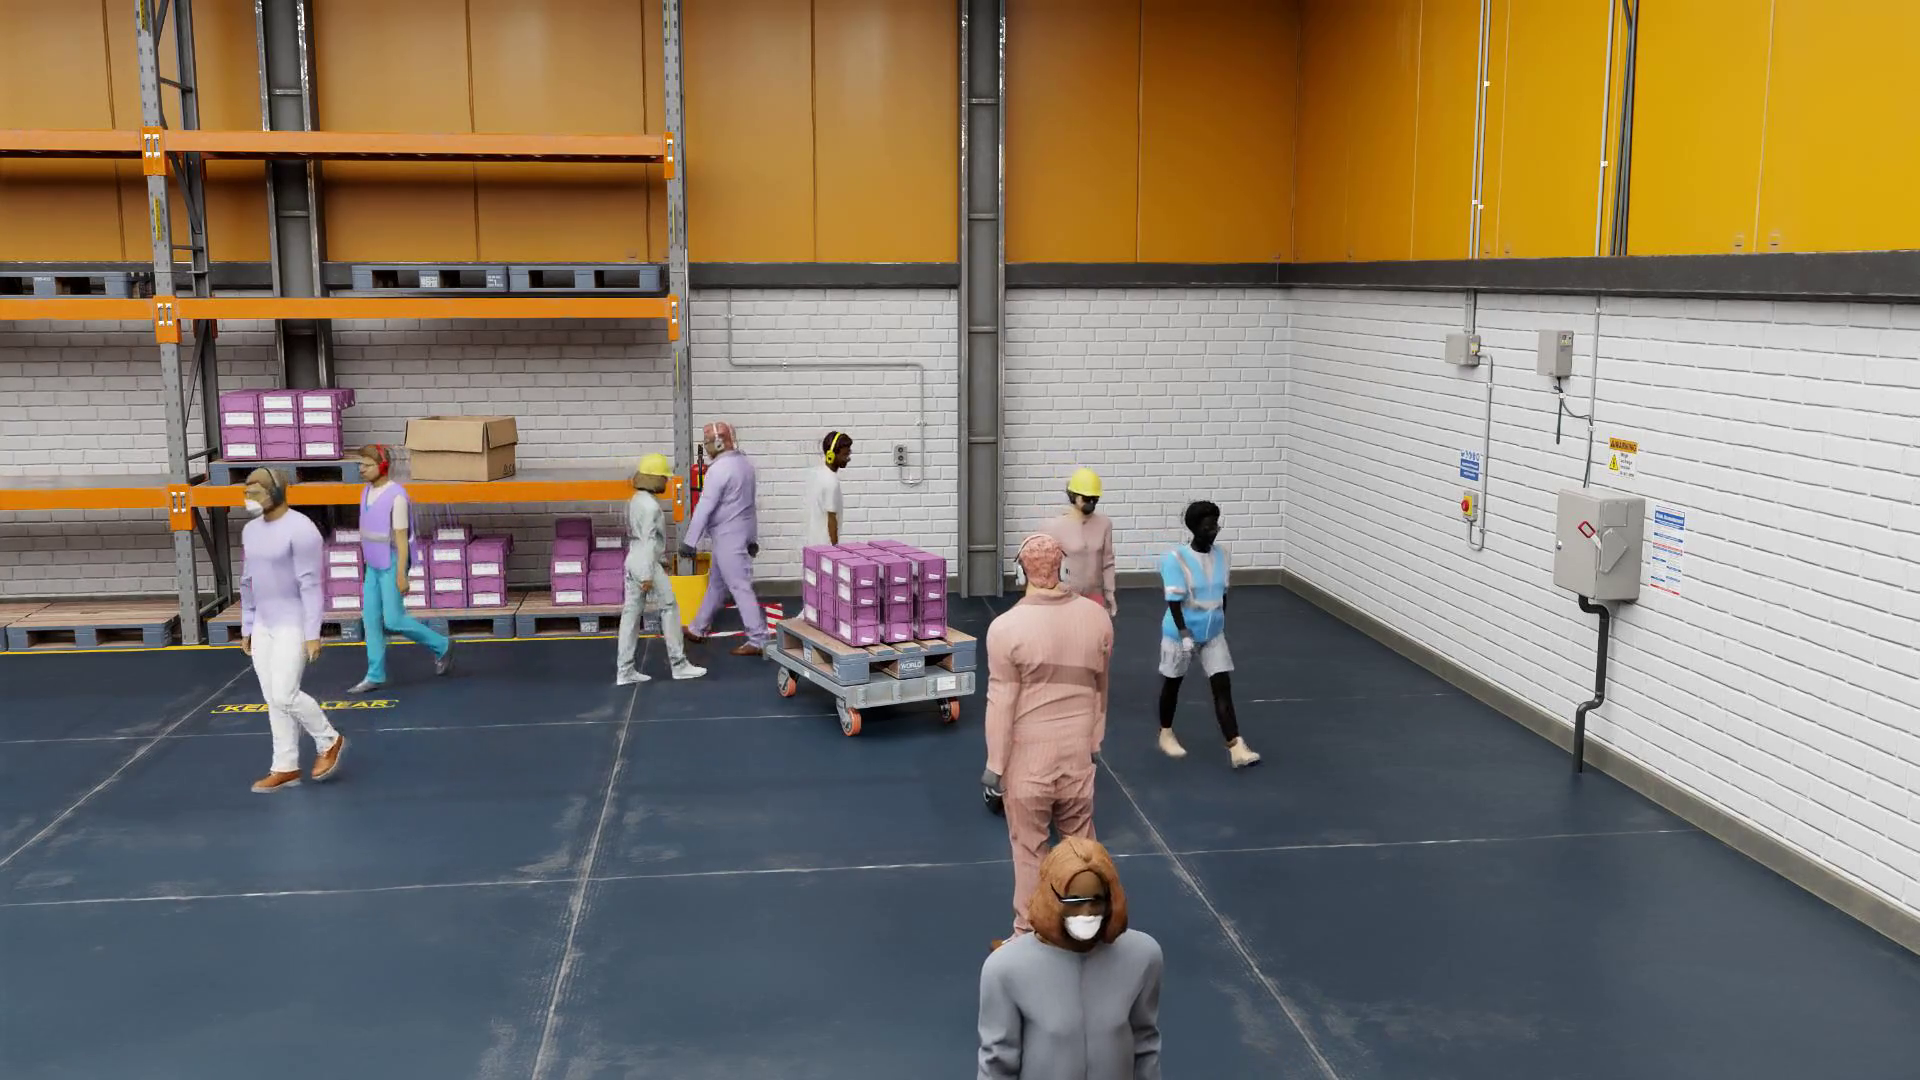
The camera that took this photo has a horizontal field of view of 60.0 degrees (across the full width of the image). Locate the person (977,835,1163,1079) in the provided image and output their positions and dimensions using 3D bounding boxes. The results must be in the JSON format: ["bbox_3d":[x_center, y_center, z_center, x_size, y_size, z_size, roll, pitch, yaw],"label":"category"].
[{"bbox_3d":[0.288,1.542,4.265,0.507,1.631,0.267,-3,10,-17],"label":"person"}]

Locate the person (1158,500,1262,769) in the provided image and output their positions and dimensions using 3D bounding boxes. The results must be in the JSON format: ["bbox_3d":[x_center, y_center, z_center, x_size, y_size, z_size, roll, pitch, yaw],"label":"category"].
[{"bbox_3d":[1.492,0.585,10.156,0.538,1.646,0.858,-5,10,-27],"label":"person"}]

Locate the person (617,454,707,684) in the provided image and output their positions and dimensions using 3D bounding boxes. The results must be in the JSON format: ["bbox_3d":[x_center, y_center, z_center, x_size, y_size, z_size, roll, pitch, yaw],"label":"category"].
[{"bbox_3d":[-2.225,0.211,12.333,0.780,1.703,0.482,-5,10,-30],"label":"person"}]

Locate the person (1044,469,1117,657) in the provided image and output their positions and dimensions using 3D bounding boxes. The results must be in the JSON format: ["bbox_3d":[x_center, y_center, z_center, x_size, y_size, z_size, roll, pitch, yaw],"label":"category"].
[{"bbox_3d":[0.794,0.393,11.069,0.543,1.748,0.475,-4,10,-24],"label":"person"}]

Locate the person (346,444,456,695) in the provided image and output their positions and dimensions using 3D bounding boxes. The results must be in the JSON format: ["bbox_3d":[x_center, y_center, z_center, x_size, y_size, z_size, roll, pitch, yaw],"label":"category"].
[{"bbox_3d":[-4.107,0.195,12.090,0.730,1.820,0.572,-9,13,-44],"label":"person"}]

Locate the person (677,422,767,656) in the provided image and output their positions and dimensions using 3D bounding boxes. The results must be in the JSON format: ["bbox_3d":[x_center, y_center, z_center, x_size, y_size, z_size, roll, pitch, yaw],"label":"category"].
[{"bbox_3d":[-1.960,-0.004,13.232,0.981,1.853,0.645,2,9,11],"label":"person"}]

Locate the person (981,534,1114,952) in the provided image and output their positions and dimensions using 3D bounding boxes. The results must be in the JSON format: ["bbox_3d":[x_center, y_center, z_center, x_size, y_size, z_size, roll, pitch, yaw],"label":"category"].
[{"bbox_3d":[0.359,0.918,7.325,0.642,1.905,0.401,-6,11,-32],"label":"person"}]

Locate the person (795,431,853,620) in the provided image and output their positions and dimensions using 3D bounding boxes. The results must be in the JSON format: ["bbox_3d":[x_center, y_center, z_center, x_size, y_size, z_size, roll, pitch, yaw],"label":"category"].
[{"bbox_3d":[-1.073,0.065,12.881,0.490,1.835,0.546,-2,9,-15],"label":"person"}]

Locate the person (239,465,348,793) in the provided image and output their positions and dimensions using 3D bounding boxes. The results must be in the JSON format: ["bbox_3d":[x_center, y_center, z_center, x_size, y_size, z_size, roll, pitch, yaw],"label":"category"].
[{"bbox_3d":[-3.959,0.521,9.715,0.656,1.928,0.454,6,11,33],"label":"person"}]
